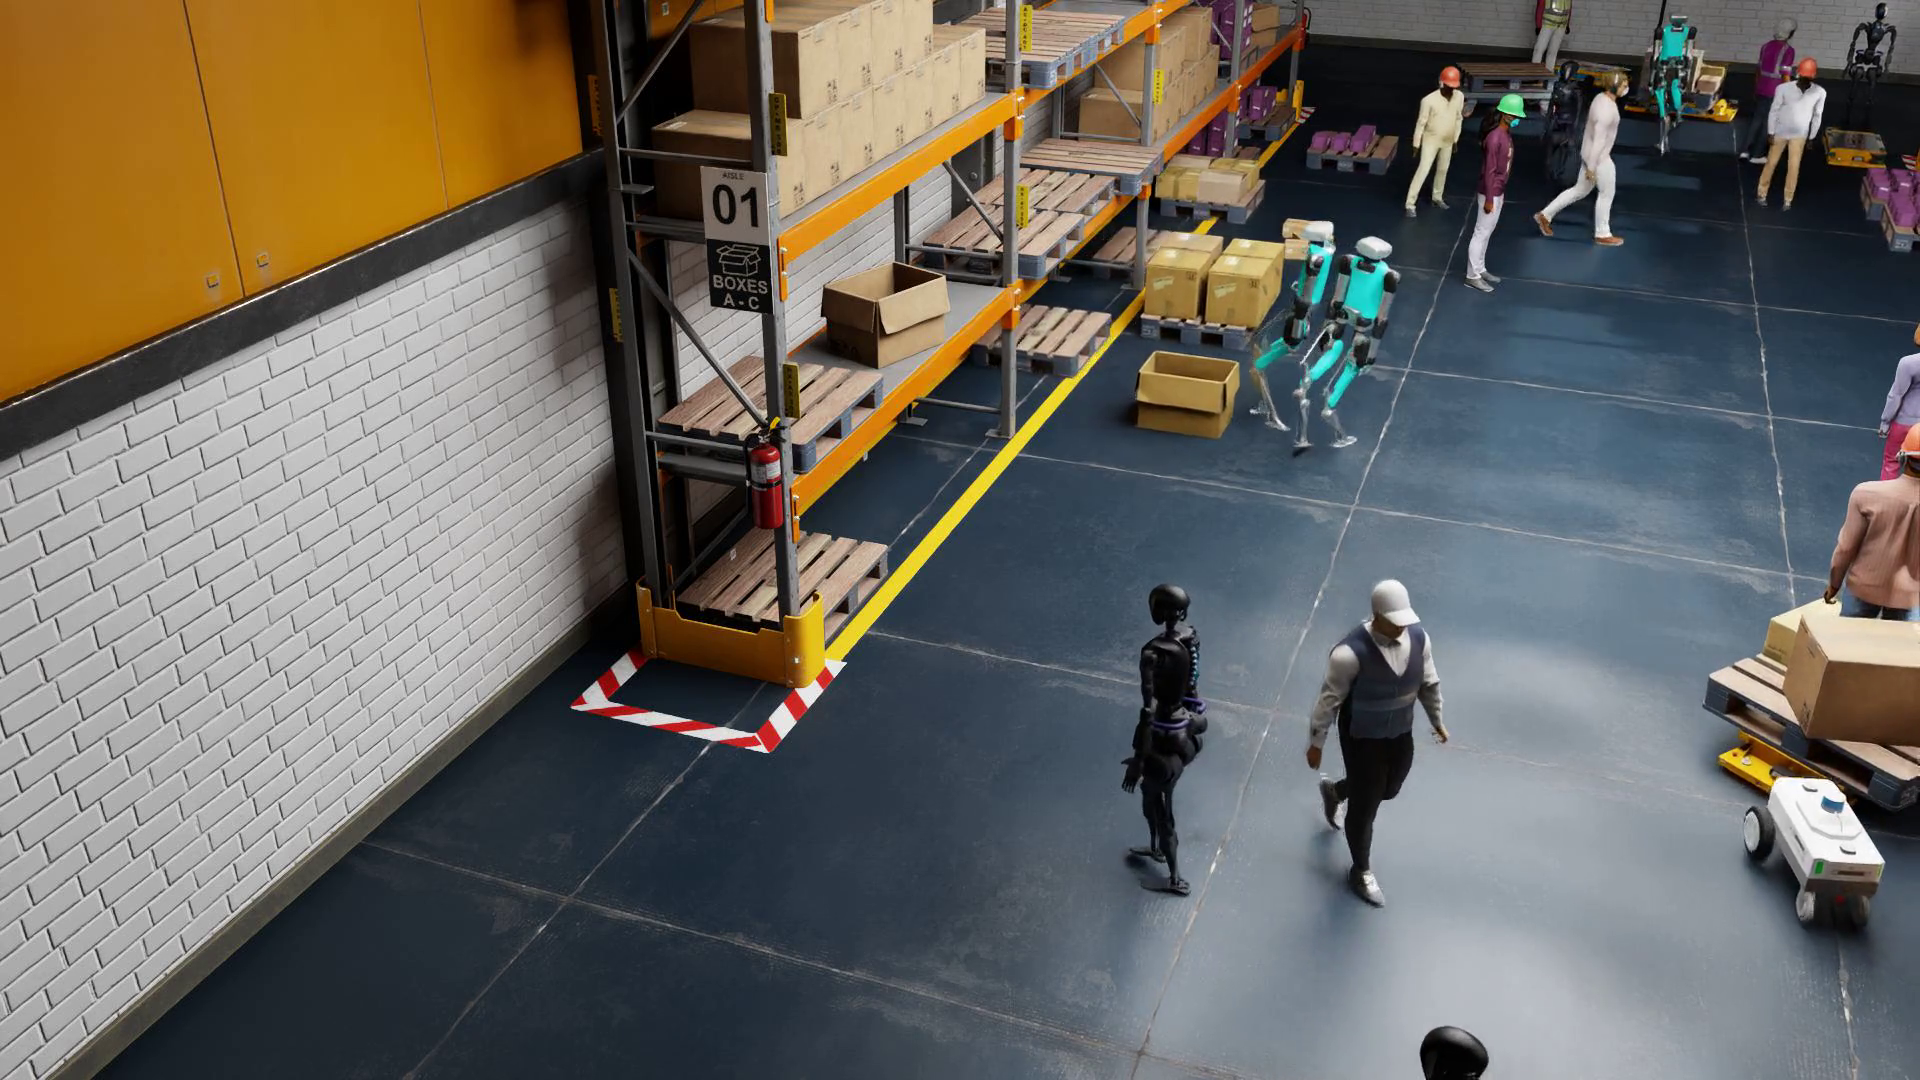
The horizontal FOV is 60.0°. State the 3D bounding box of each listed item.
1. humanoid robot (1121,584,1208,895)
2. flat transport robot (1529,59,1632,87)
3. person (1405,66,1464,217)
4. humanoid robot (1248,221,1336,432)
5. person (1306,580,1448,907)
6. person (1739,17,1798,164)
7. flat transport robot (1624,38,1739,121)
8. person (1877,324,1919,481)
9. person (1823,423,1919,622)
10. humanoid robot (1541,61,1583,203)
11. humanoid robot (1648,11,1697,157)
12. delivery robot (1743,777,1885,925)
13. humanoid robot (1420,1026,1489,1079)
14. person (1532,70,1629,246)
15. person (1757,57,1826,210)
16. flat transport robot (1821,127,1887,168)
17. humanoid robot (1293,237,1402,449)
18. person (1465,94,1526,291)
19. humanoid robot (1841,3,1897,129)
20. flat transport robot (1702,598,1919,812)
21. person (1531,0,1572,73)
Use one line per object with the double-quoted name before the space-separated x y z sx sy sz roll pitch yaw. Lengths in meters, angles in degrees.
"humanoid robot" 1.044 1.004 8.276 0.420 1.639 0.623 18 32 31
"flat transport robot" 9.621 -7.266 25.844 1.431 0.231 0.659 24 36 38
"person" 5.436 -4.581 19.079 0.705 1.707 0.499 -11 29 -20
"humanoid robot" 2.581 -1.737 13.528 0.805 1.793 0.544 10 29 18
"person" 2.055 0.927 8.343 0.745 1.738 0.692 -11 29 -20
"person" 10.244 -5.672 21.052 0.393 1.836 0.511 -10 29 -19
"flat transport robot" 10.330 -6.220 23.816 1.431 0.231 0.659 15 31 27
"person" 6.819 -0.837 11.892 0.498 1.629 0.288 -2 27 -5
"person" 5.205 0.266 9.354 0.611 1.993 0.393 11 29 20
"humanoid robot" 7.118 -4.797 19.525 0.464 1.648 0.606 -9 29 -17
"humanoid robot" 9.251 -5.845 21.570 0.548 1.852 0.843 2 27 3
"delivery robot" 4.375 1.527 8.457 0.499 0.577 0.758 2 27 5
"humanoid robot" 1.686 2.362 5.654 0.571 1.638 0.610 13 30 23
"person" 6.821 -4.140 18.004 0.905 1.905 0.627 4 27 7
"person" 9.660 -4.725 19.321 0.571 1.742 0.375 11 29 19
"flat transport robot" 11.617 -5.090 21.624 0.659 0.231 1.431 10 29 19
"humanoid robot" 2.897 -1.434 12.965 0.889 1.776 0.580 -19 33 -32
"person" 5.346 -3.502 16.718 0.430 1.945 0.488 15 31 26
"humanoid robot" 12.490 -6.525 22.858 0.603 1.649 0.349 10 29 18
"flat transport robot" 5.075 1.167 9.486 1.431 0.231 0.659 -15 31 -27
"person" 8.959 -7.775 25.117 0.620 1.845 0.430 -9 29 -17
